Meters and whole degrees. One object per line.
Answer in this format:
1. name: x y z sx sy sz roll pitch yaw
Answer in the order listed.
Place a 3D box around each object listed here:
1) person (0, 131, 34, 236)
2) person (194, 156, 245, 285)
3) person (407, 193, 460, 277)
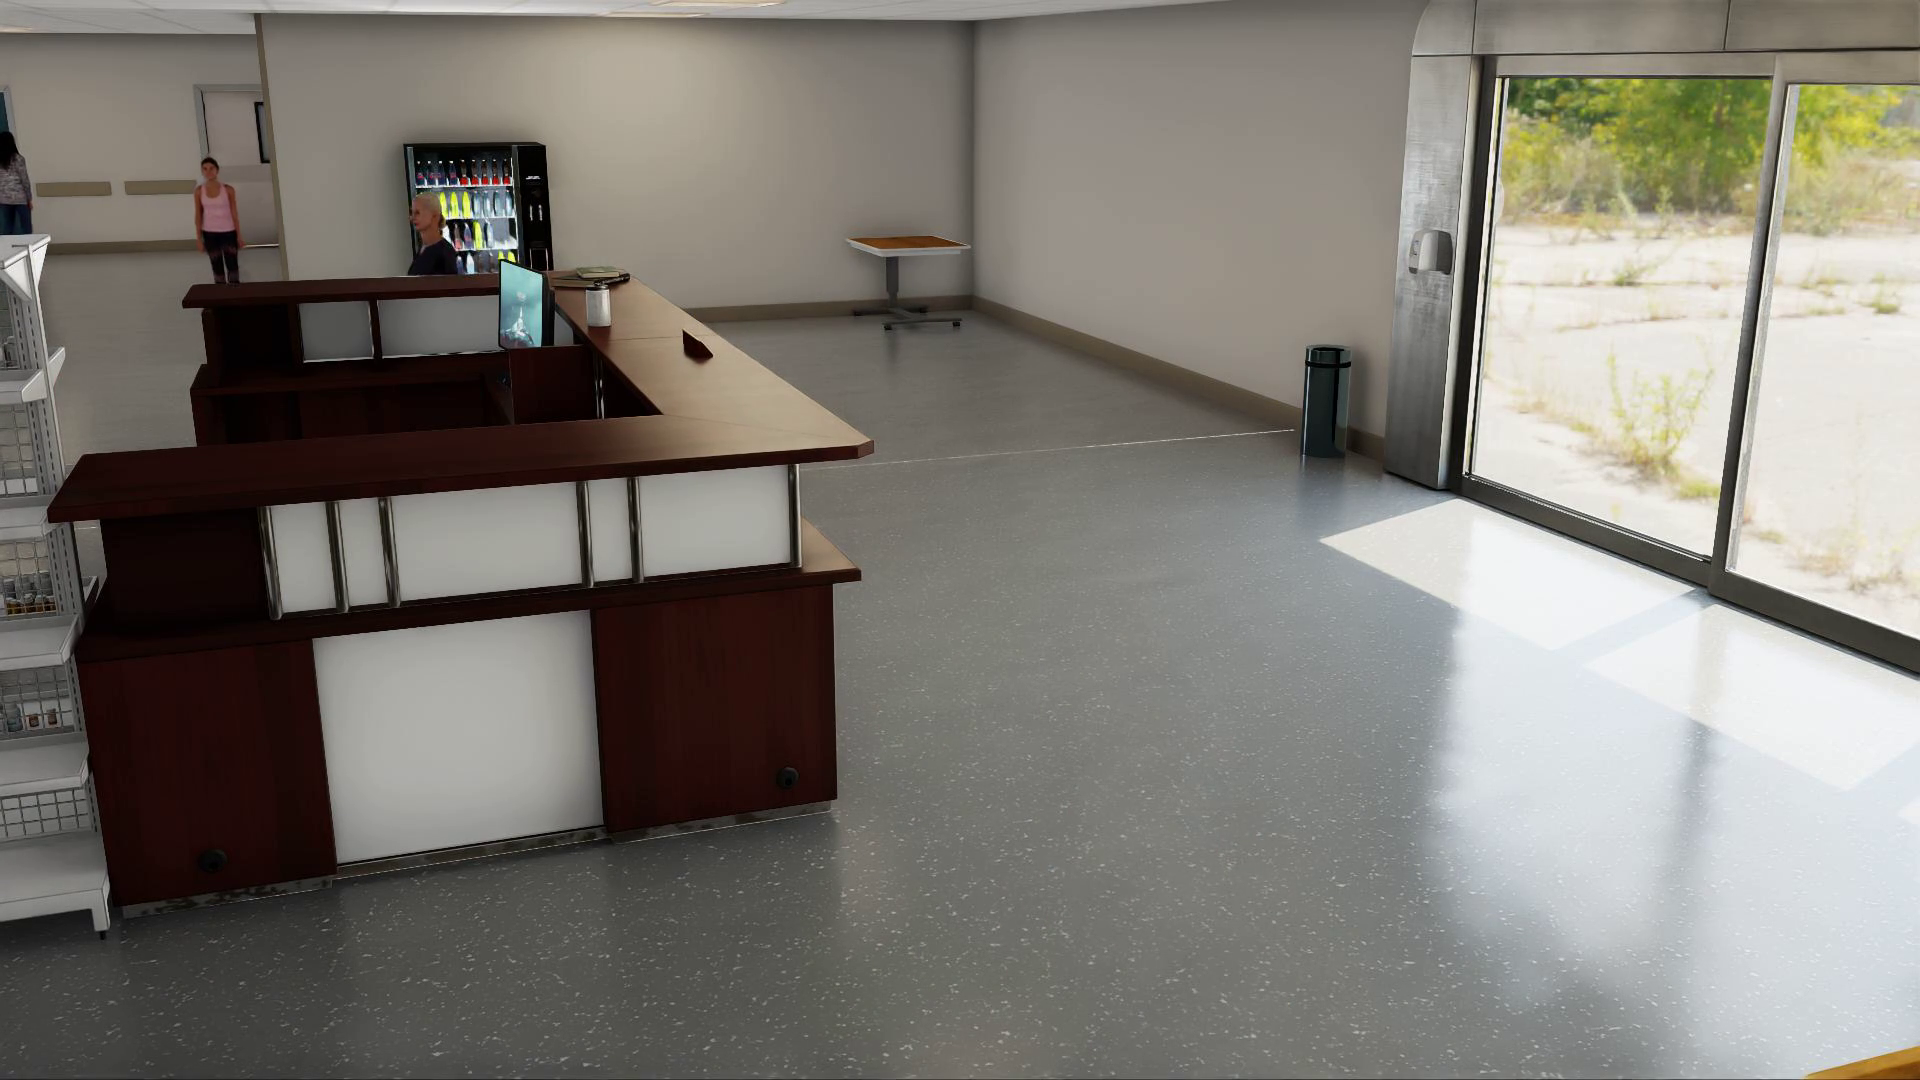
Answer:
1. person: -12.502 -4.509 21.958 0.587 1.730 0.738 0 16 0
2. person: -7.772 -3.199 17.489 0.617 1.633 0.666 -4 16 -15
3. person: -3.419 -1.452 11.187 1.179 1.690 0.886 -13 20 -38
